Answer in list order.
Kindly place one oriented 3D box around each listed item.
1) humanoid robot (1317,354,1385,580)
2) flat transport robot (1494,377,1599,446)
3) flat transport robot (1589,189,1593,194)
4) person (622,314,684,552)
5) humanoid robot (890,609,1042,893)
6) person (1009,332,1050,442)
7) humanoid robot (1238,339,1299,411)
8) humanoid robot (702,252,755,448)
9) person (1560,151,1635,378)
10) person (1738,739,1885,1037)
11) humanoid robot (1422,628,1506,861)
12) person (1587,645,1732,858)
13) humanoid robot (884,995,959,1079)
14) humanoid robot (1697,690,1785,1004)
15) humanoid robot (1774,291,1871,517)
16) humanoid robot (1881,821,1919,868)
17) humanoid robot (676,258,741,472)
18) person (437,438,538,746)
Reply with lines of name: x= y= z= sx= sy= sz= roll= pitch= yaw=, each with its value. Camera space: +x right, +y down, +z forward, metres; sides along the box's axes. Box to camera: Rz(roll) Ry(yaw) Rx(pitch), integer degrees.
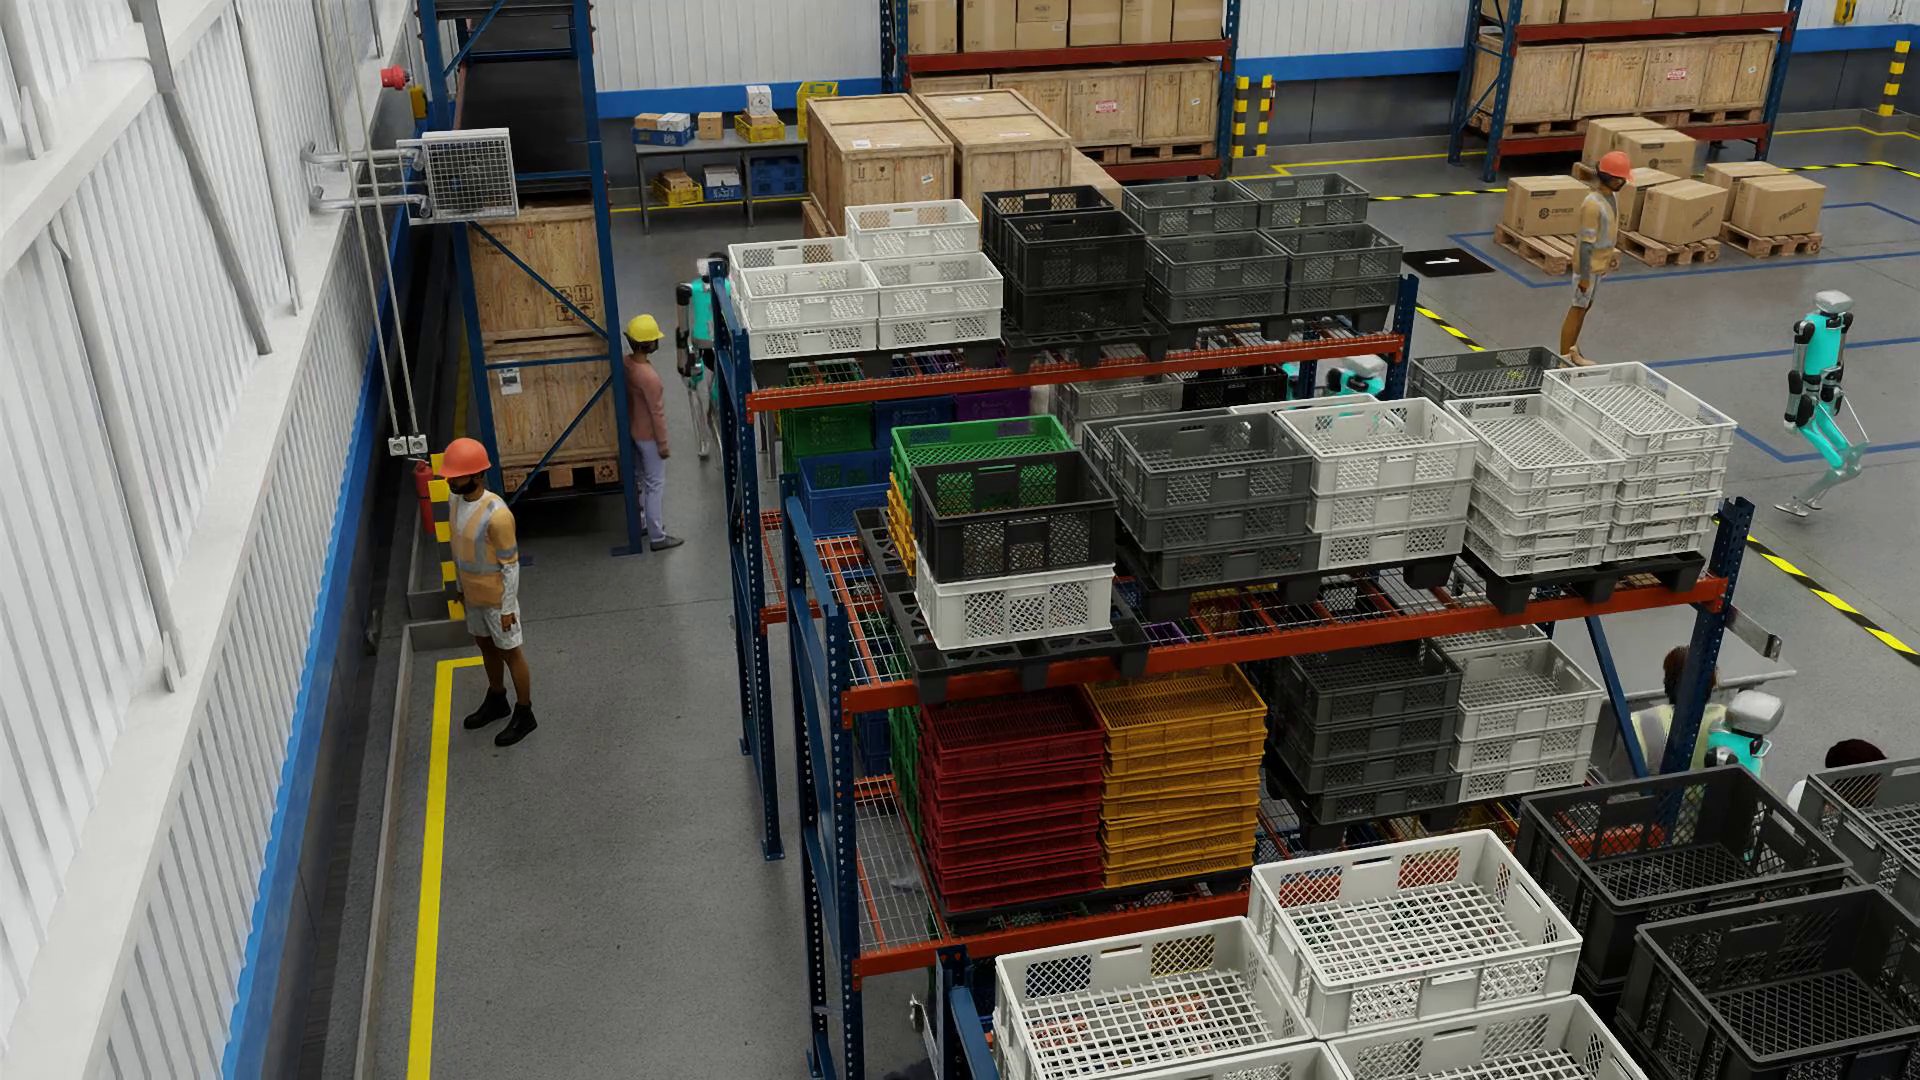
humanoid robot: x=2.485 y=-0.379 z=11.235 sx=0.845 sy=1.794 sz=0.559 roll=-23 pitch=35 yaw=-36
flat transport robot: x=4.780 y=-1.036 z=14.013 sx=0.659 sy=0.231 sz=1.431 roll=-6 pitch=28 yaw=-12
flat transport robot: x=7.936 y=-4.035 z=19.673 sx=1.431 sy=0.197 sz=0.652 roll=-6 pitch=28 yaw=-12
person: x=-2.227 y=-0.773 z=11.914 sx=0.336 sy=1.759 sz=0.525 roll=-18 pitch=33 yaw=-31
humanoid robot: x=0.166 y=1.128 z=8.398 sx=1.014 sy=1.782 sz=0.533 roll=0 pitch=28 yaw=-1
person: x=0.464 y=-0.630 z=11.561 sx=0.342 sy=1.839 sz=0.556 roll=-18 pitch=33 yaw=-30
humanoid robot: x=2.275 y=-0.621 z=11.614 sx=0.545 sy=1.760 sz=0.681 roll=25 pitch=37 yaw=39
humanoid robot: x=-1.893 y=-1.531 z=13.427 sx=0.603 sy=1.650 sz=0.335 roll=21 pitch=34 yaw=35
person: x=5.635 y=-2.438 z=14.774 sx=0.380 sy=2.042 sz=0.604 roll=17 pitch=32 yaw=29
person: x=3.580 y=1.664 z=7.134 sx=0.403 sy=1.915 sz=0.590 roll=7 pitch=29 yaw=13
humanoid robot: x=2.575 y=1.089 z=8.471 sx=0.328 sy=1.658 sz=0.587 roll=1 pitch=28 yaw=1
person: x=3.297 y=1.319 z=7.874 sx=0.668 sy=1.826 sz=0.451 roll=-4 pitch=28 yaw=-7
humanoid robot: x=-0.006 y=2.385 z=6.019 sx=0.614 sy=1.645 sz=0.486 roll=-7 pitch=29 yaw=-13
humanoid robot: x=3.631 y=1.494 z=7.500 sx=0.735 sy=1.671 sz=0.533 roll=21 pitch=34 yaw=34
humanoid robot: x=6.365 y=-0.937 z=12.107 sx=0.533 sy=1.675 sz=0.735 roll=-14 pitch=31 yaw=-25
humanoid robot: x=4.128 y=1.736 z=7.256 sx=0.622 sy=1.634 sz=0.593 roll=-7 pitch=29 yaw=-13
humanoid robot: x=-1.986 y=-1.433 z=13.200 sx=0.564 sy=1.784 sz=0.798 roll=-7 pitch=29 yaw=-14
person: x=-2.771 y=0.295 z=9.693 sx=0.544 sy=1.942 sz=0.350 roll=21 pitch=34 yaw=35
